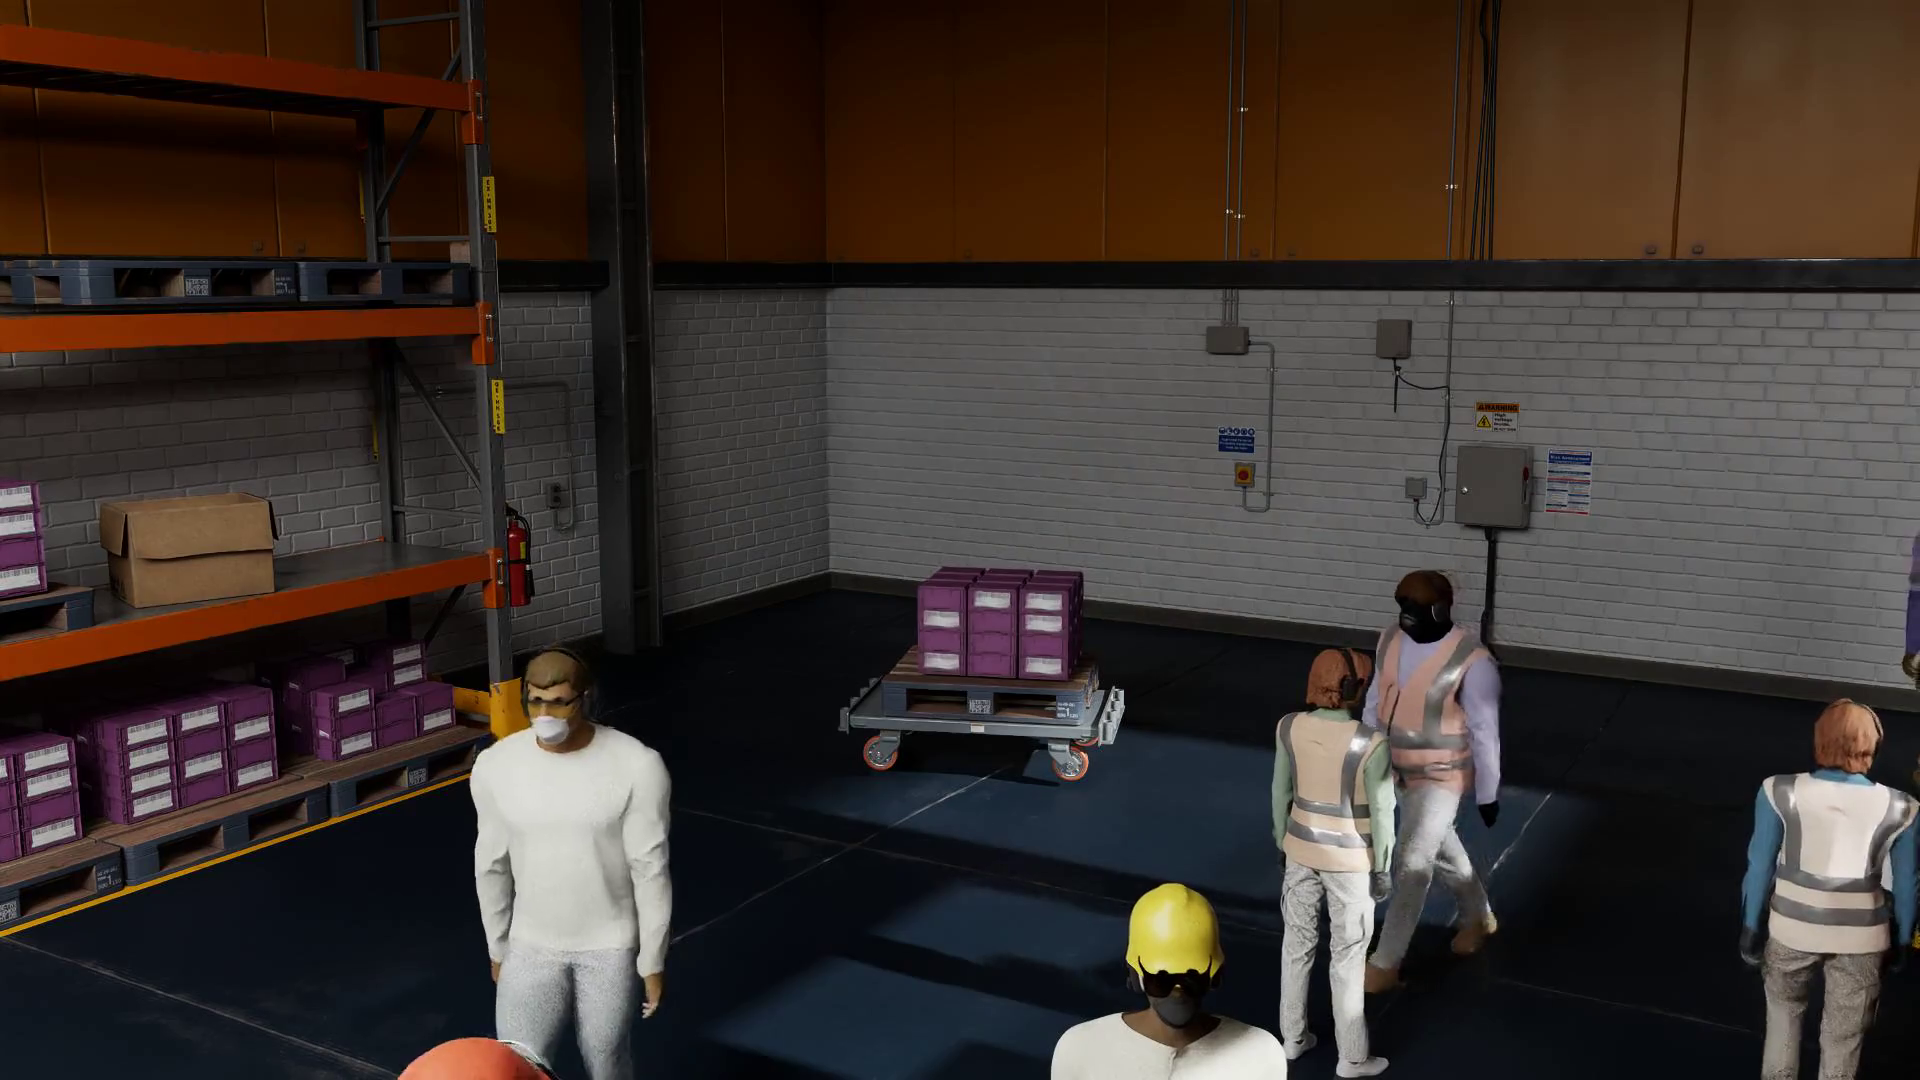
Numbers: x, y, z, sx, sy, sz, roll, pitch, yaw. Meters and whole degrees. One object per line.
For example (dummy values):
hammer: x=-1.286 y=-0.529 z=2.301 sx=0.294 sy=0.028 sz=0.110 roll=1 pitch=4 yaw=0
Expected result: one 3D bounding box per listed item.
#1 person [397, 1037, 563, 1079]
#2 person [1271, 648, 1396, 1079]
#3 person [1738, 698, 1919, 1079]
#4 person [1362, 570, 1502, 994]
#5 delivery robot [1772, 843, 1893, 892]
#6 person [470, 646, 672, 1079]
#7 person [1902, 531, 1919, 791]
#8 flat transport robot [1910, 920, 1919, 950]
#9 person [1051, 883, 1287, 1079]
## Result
person: x=-0.628 y=1.649 z=2.653 sx=0.429 sy=1.935 sz=0.659 roll=4 pitch=10 yaw=25
person: x=1.402 y=1.216 z=6.288 sx=0.314 sy=1.637 sz=0.514 roll=-9 pitch=13 yaw=-43
person: x=2.960 y=1.326 z=5.677 sx=0.536 sy=1.611 sz=0.674 roll=5 pitch=10 yaw=27
person: x=2.053 y=1.002 z=7.200 sx=0.973 sy=1.795 sz=0.624 roll=-4 pitch=10 yaw=-25
delivery robot: x=4.099 y=1.475 z=7.745 sx=0.477 sy=0.478 sz=0.707 roll=-9 pitch=13 yaw=-44
person: x=-1.187 y=1.273 z=5.076 sx=0.630 sy=1.921 sz=0.595 roll=0 pitch=9 yaw=0
person: x=5.640 y=0.562 z=9.317 sx=0.625 sy=1.988 sz=1.052 roll=4 pitch=10 yaw=23
flat transport robot: x=4.939 y=1.769 z=7.087 sx=0.652 sy=0.197 sz=1.431 roll=-8 pitch=12 yaw=-41
person: x=0.440 y=1.584 z=3.585 sx=0.522 sy=1.769 sz=0.317 roll=0 pitch=9 yaw=-3
